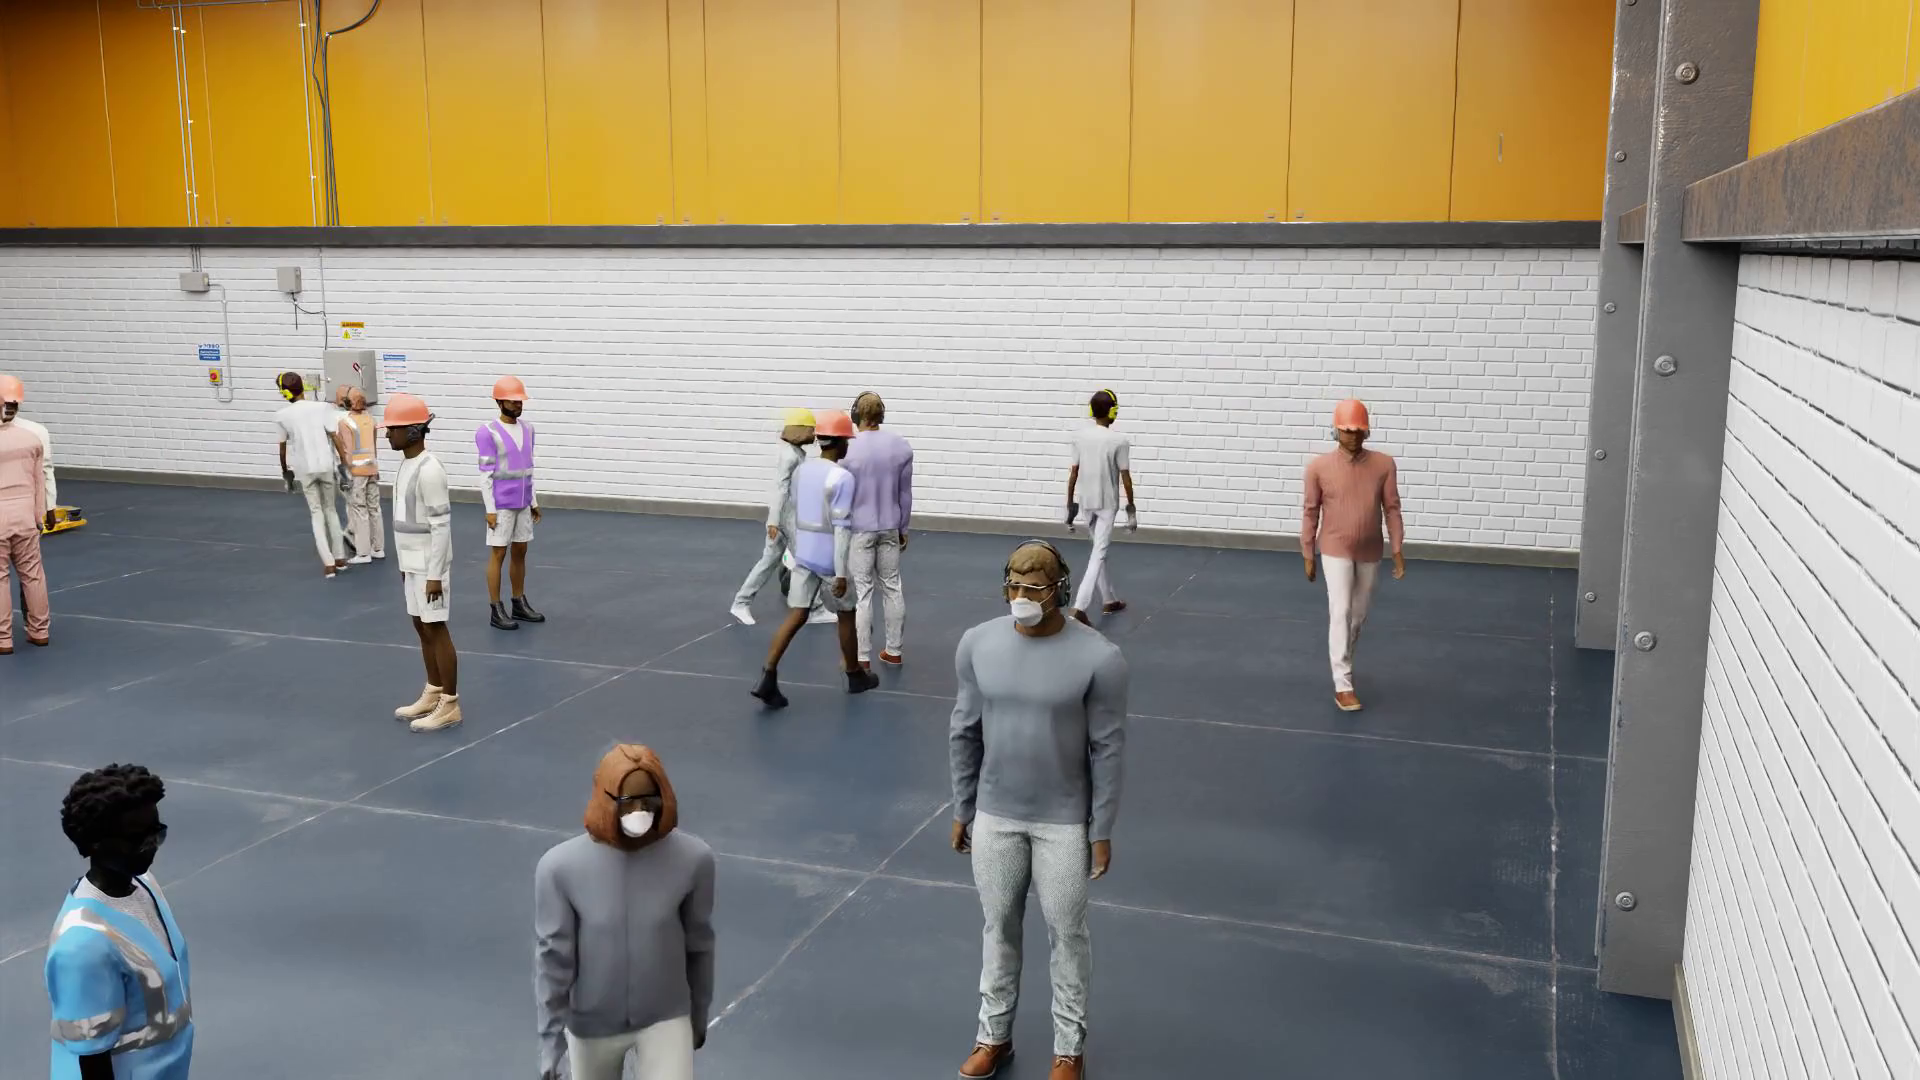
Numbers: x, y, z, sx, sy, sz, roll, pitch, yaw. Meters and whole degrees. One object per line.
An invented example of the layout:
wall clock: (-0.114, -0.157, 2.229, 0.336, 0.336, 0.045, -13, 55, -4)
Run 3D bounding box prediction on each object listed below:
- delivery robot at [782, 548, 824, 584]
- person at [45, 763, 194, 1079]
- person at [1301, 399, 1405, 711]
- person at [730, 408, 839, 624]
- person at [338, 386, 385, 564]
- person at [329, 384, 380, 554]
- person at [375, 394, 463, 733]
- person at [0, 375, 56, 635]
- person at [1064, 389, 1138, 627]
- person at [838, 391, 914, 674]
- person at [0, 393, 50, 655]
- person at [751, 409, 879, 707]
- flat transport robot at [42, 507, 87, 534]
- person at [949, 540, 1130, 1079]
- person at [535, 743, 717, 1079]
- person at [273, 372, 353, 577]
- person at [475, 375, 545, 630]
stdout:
delivery robot: (-1.132, 0.154, 13.874, 0.707, 0.478, 0.477, -1, 10, -8)
person: (-2.037, 1.368, 4.079, 0.317, 1.697, 0.540, -3, 10, -15)
person: (2.527, 0.051, 10.778, 0.616, 1.960, 0.963, -1, 10, -8)
person: (-1.372, -0.174, 12.817, 0.865, 1.681, 0.524, -1, 10, -7)
person: (-5.521, -0.593, 15.293, 0.310, 1.638, 0.523, 2, 10, 14)
person: (-5.737, -0.652, 15.672, 0.576, 1.613, 0.469, 4, 11, 22)
person: (-3.270, 0.139, 10.029, 0.393, 2.041, 0.614, -7, 12, -33)
person: (-7.093, -0.249, 12.402, 0.644, 1.974, 0.509, -6, 12, -30)
person: (1.076, -0.253, 12.868, 0.549, 1.828, 0.979, 7, 12, 34)
person: (-0.615, -0.051, 11.393, 0.627, 1.940, 0.371, -6, 12, -31)
person: (-6.892, -0.132, 11.939, 0.401, 1.910, 0.641, 6, 12, 31)
person: (-0.926, 0.120, 10.594, 0.586, 1.892, 0.997, 9, 13, 41)
flat transport robot: (-9.805, -0.220, 17.038, 1.431, 0.197, 0.652, 2, 10, 12)
person: (0.256, 0.954, 5.734, 0.632, 1.940, 0.368, 4, 11, 20)
person: (-0.928, 1.317, 4.646, 0.499, 1.598, 0.817, -3, 10, -16)
person: (-5.728, -0.586, 14.747, 0.608, 1.815, 0.632, -5, 11, -26)
person: (-3.430, -0.293, 12.757, 0.370, 1.939, 0.543, 6, 12, 31)
